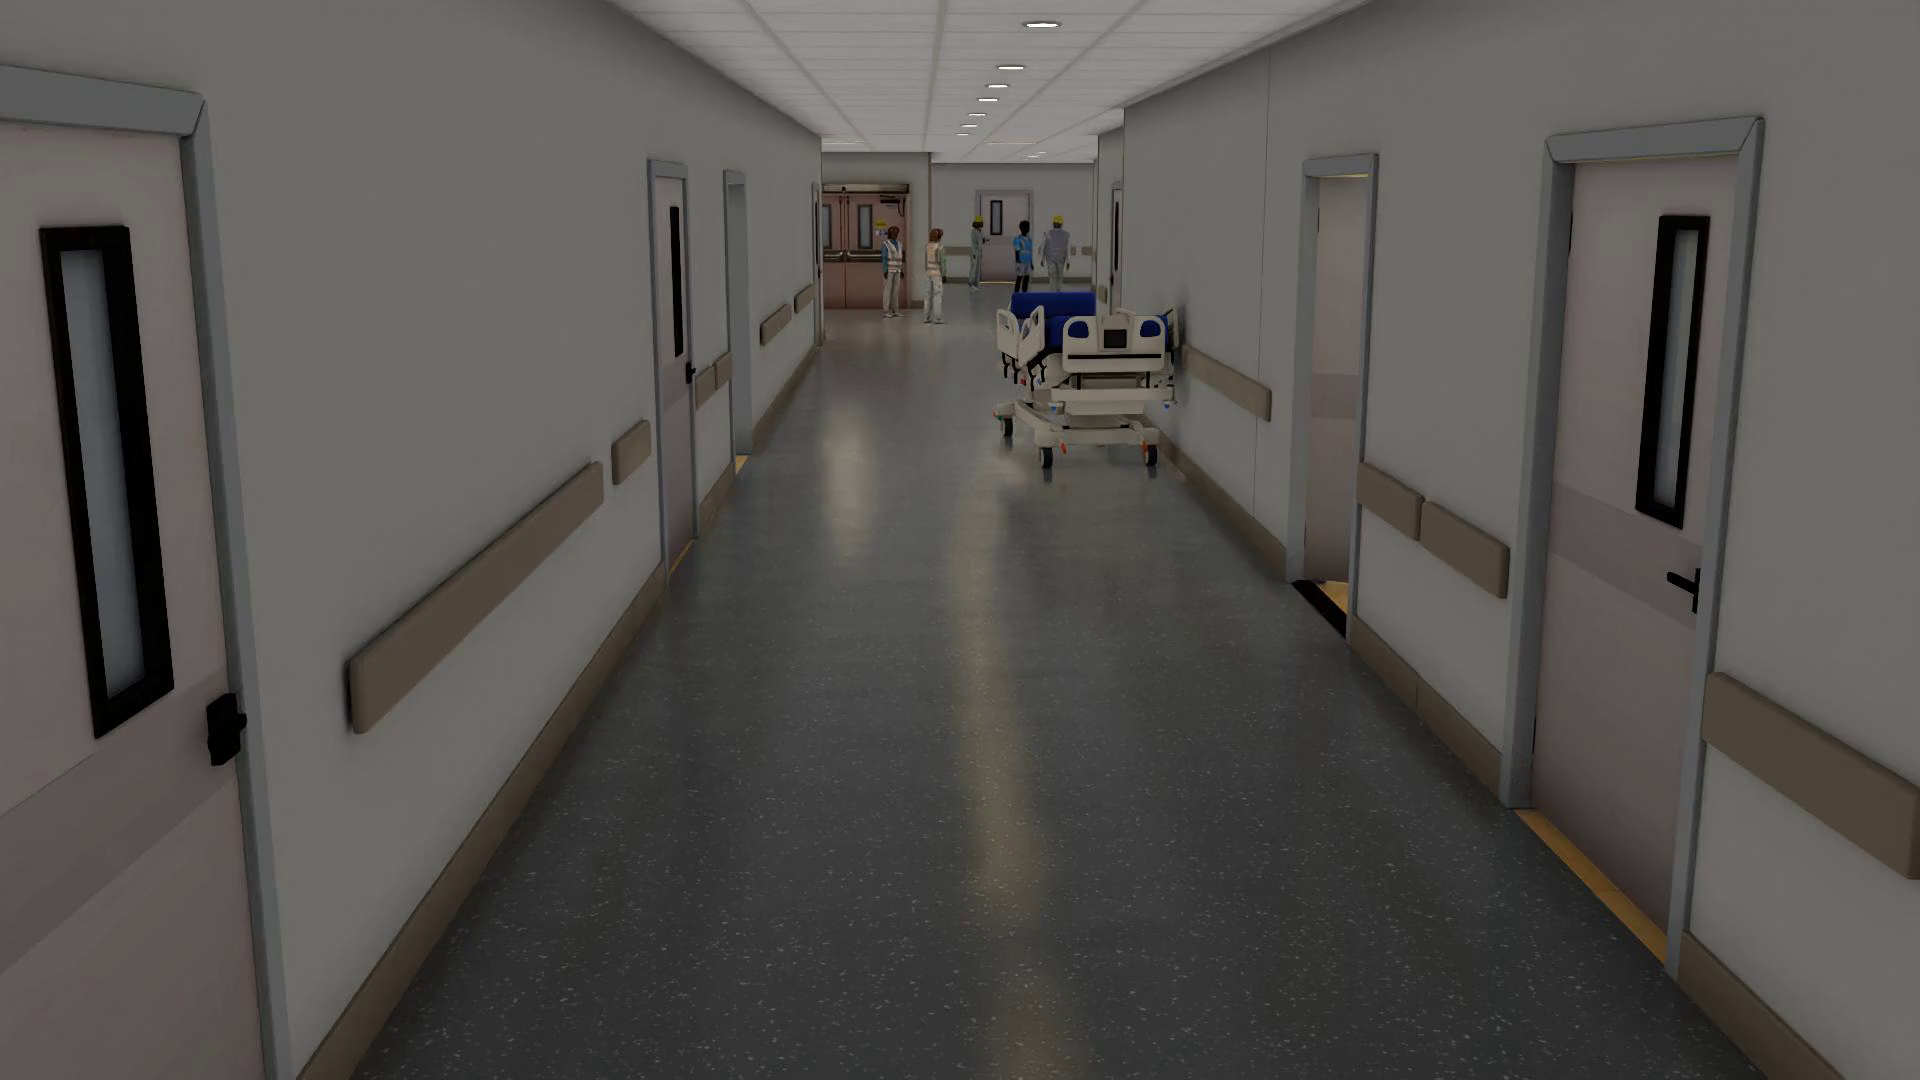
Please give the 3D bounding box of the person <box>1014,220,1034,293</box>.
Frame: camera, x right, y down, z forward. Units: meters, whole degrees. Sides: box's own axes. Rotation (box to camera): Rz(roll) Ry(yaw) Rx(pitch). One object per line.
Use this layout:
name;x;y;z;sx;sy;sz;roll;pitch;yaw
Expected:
person;1.300;-5.664;33.944;0.317;1.696;0.541;10;15;39

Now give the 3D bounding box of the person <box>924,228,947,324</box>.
person;-0.429;-4.530;28.582;0.318;1.630;0.514;-11;16;-42

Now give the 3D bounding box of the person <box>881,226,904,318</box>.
person;-1.218;-4.845;30.083;0.309;1.641;0.511;9;15;38

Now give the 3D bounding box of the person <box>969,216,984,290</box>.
person;0.415;-6.796;39.366;0.340;1.735;0.483;5;12;21

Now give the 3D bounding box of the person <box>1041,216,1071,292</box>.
person;1.970;-5.788;34.336;0.593;1.779;0.913;-1;12;-5
